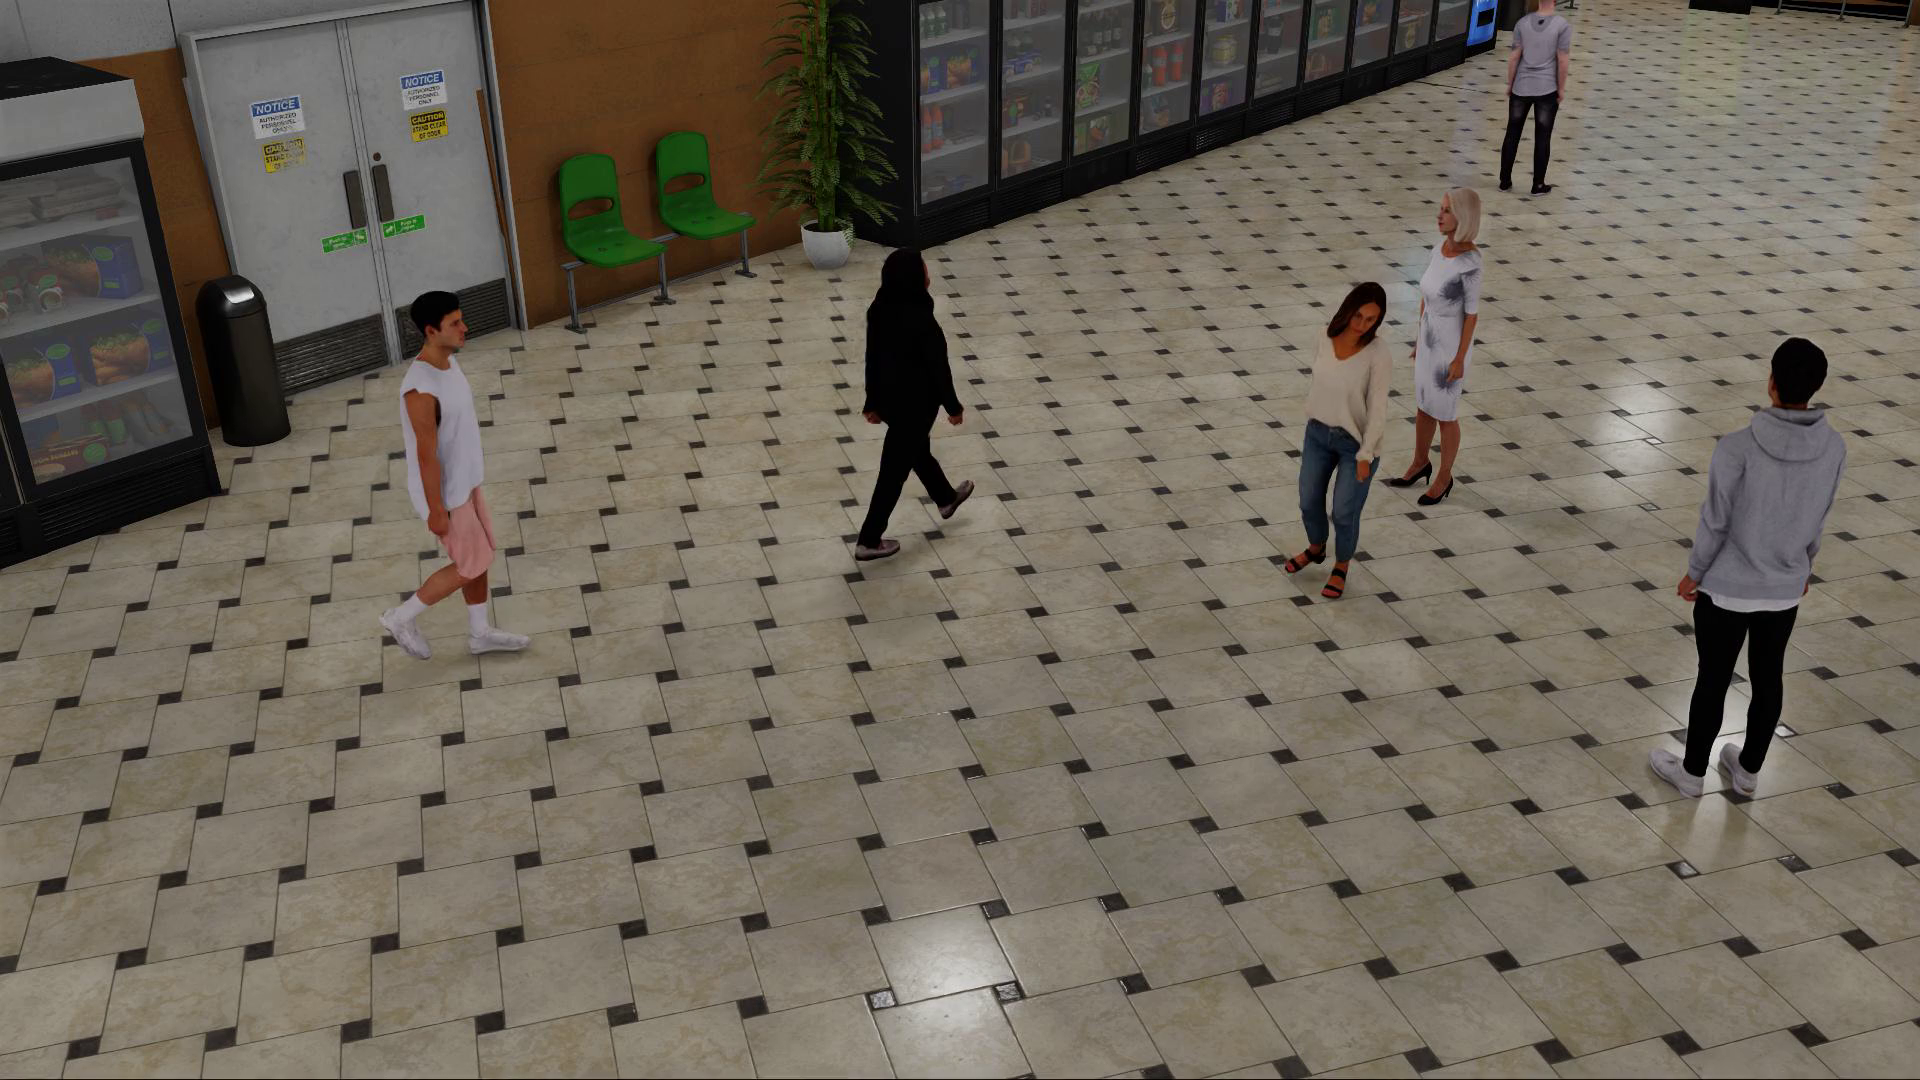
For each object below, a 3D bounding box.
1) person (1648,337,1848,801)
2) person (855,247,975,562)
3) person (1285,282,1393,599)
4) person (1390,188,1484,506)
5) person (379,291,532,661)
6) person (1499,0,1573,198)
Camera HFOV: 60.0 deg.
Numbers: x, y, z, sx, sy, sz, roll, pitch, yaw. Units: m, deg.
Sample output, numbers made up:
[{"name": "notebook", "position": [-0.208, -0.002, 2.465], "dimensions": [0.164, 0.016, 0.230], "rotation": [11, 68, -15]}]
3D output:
[{"name": "person", "position": [3.082, 0.147, 6.439], "dimensions": [0.758, 1.929, 0.822], "rotation": [-2, 27, -4]}, {"name": "person", "position": [-0.336, -0.627, 8.371], "dimensions": [0.825, 1.562, 1.098], "rotation": [-21, 34, -35]}, {"name": "person", "position": [1.858, -0.489, 8.003], "dimensions": [0.785, 1.649, 0.610], "rotation": [-13, 30, -24]}, {"name": "person", "position": [2.612, -1.039, 8.976], "dimensions": [0.704, 1.750, 0.598], "rotation": [-9, 28, -18]}, {"name": "person", "position": [-2.359, -0.247, 7.395], "dimensions": [0.998, 1.768, 0.926], "rotation": [-1, 27, -2]}, {"name": "person", "position": [5.079, -3.985, 14.690], "dimensions": [0.548, 1.837, 0.744], "rotation": [17, 32, 31]}]
